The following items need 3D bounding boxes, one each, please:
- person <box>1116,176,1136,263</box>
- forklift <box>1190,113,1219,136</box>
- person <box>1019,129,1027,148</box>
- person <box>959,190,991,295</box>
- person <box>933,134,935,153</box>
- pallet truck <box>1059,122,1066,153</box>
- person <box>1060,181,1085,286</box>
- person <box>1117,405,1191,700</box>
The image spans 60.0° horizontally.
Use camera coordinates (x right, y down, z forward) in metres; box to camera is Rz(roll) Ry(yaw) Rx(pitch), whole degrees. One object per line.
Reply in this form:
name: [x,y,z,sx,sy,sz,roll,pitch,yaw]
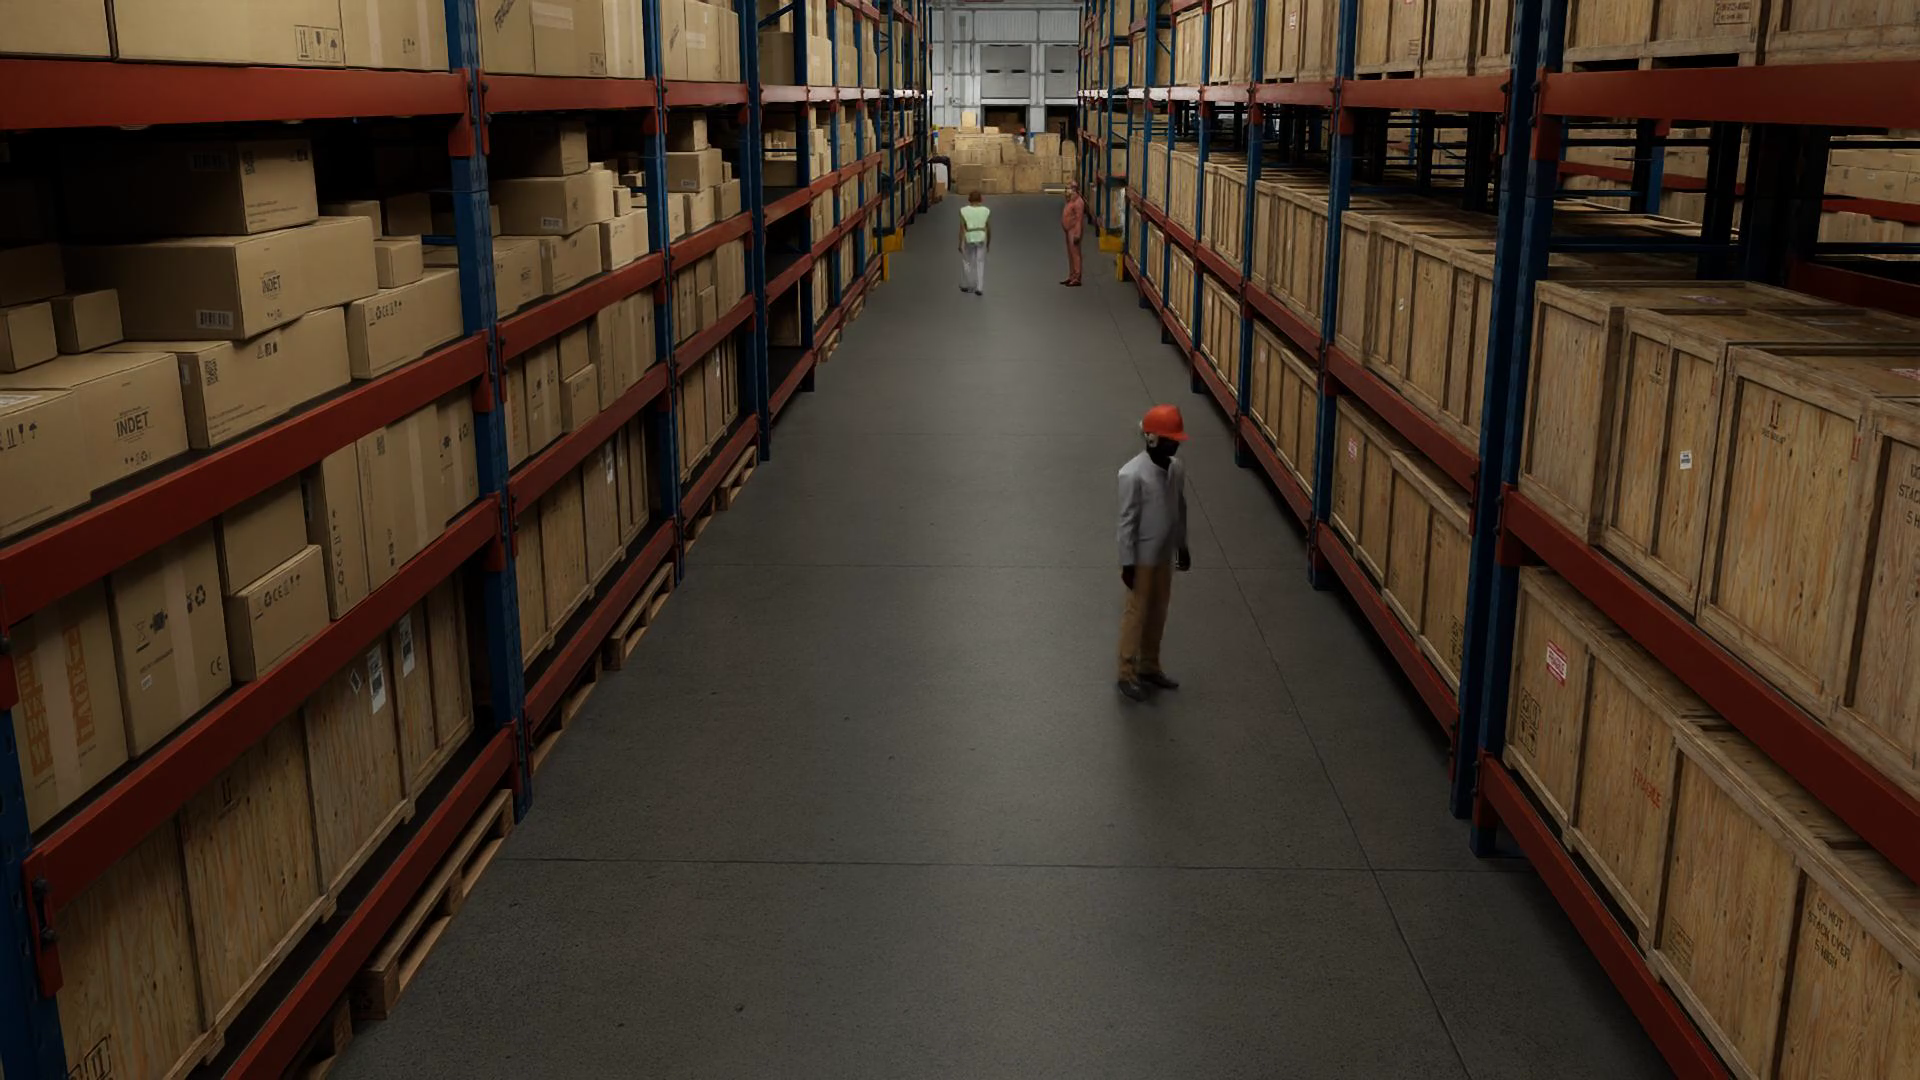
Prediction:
person: [3.317,-6.208,32.498,0.482,2.027,0.619,-8,17,-28]
forklift: [8.084,-12.804,55.431,1.129,2.768,1.873,0,15,2]
person: [2.810,-17.864,76.155,1.009,1.899,0.555,1,15,5]
person: [0.233,-5.252,29.361,0.609,1.803,0.888,-4,15,-14]
person: [-1.464,-18.946,80.193,0.638,1.890,1.038,-7,17,-24]
pallet truck: [5.788,-21.111,88.014,1.885,1.965,0.823,5,16,18]
person: [2.060,-5.622,30.555,0.400,1.910,0.643,-3,15,-10]
person: [1.152,0.062,9.718,0.373,1.739,0.634,14,20,42]
